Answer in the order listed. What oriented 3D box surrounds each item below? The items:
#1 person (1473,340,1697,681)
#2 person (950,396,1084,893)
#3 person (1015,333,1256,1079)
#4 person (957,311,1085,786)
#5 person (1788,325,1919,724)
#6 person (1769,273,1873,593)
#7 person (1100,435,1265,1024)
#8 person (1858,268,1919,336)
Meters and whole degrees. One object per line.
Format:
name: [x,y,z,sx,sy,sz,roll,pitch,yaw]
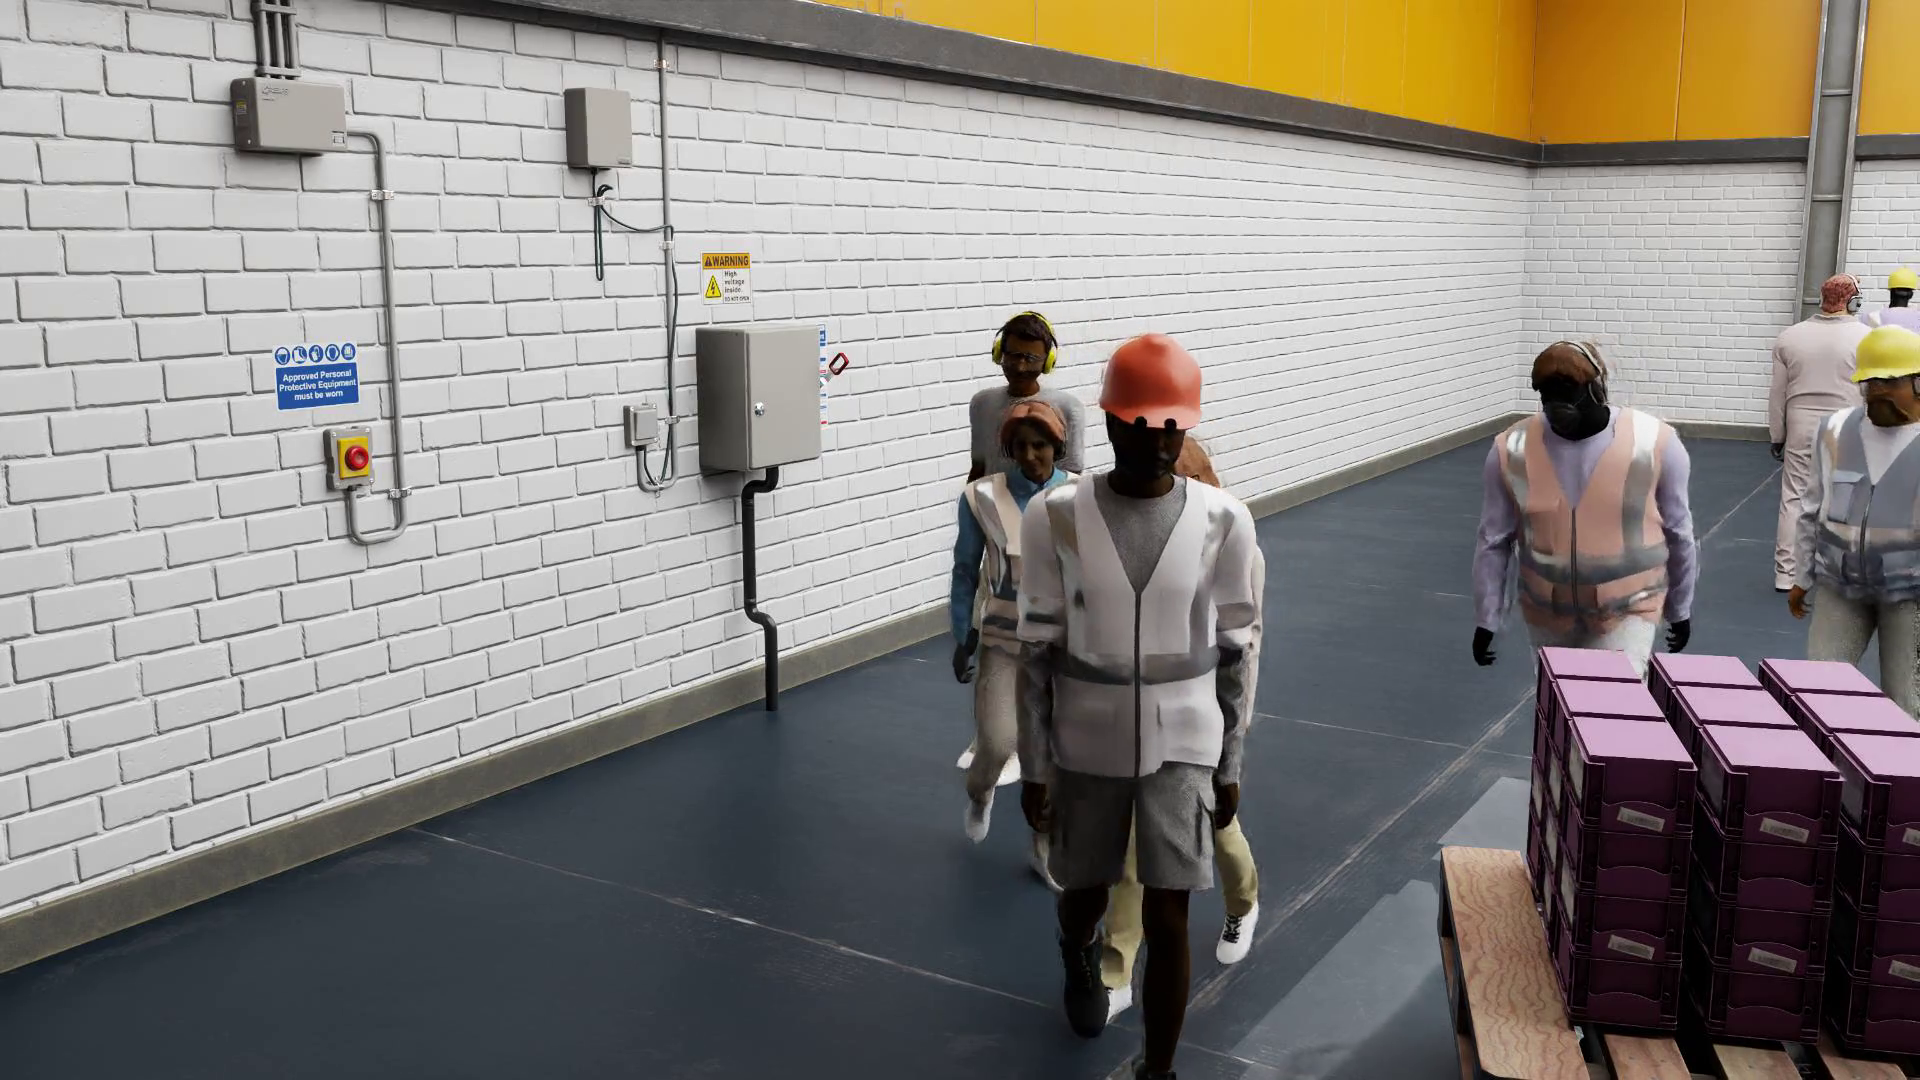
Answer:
person: [2.008,0.250,5.408,0.640,1.782,0.838,7,12,33]
person: [0.235,0.327,5.426,0.547,1.619,0.535,-2,10,-9]
person: [0.404,0.458,3.942,0.549,1.908,0.765,1,10,4]
person: [0.234,0.043,6.423,0.555,1.835,0.488,7,12,33]
person: [3.256,0.156,5.839,0.432,1.811,0.673,-9,14,-41]
person: [5.123,-0.609,9.817,0.401,1.906,0.649,-9,14,-41]
person: [0.625,0.487,4.605,0.499,1.599,0.797,6,12,31]
person: [7.468,-1.230,13.331,0.599,1.887,0.962,2,10,10]
